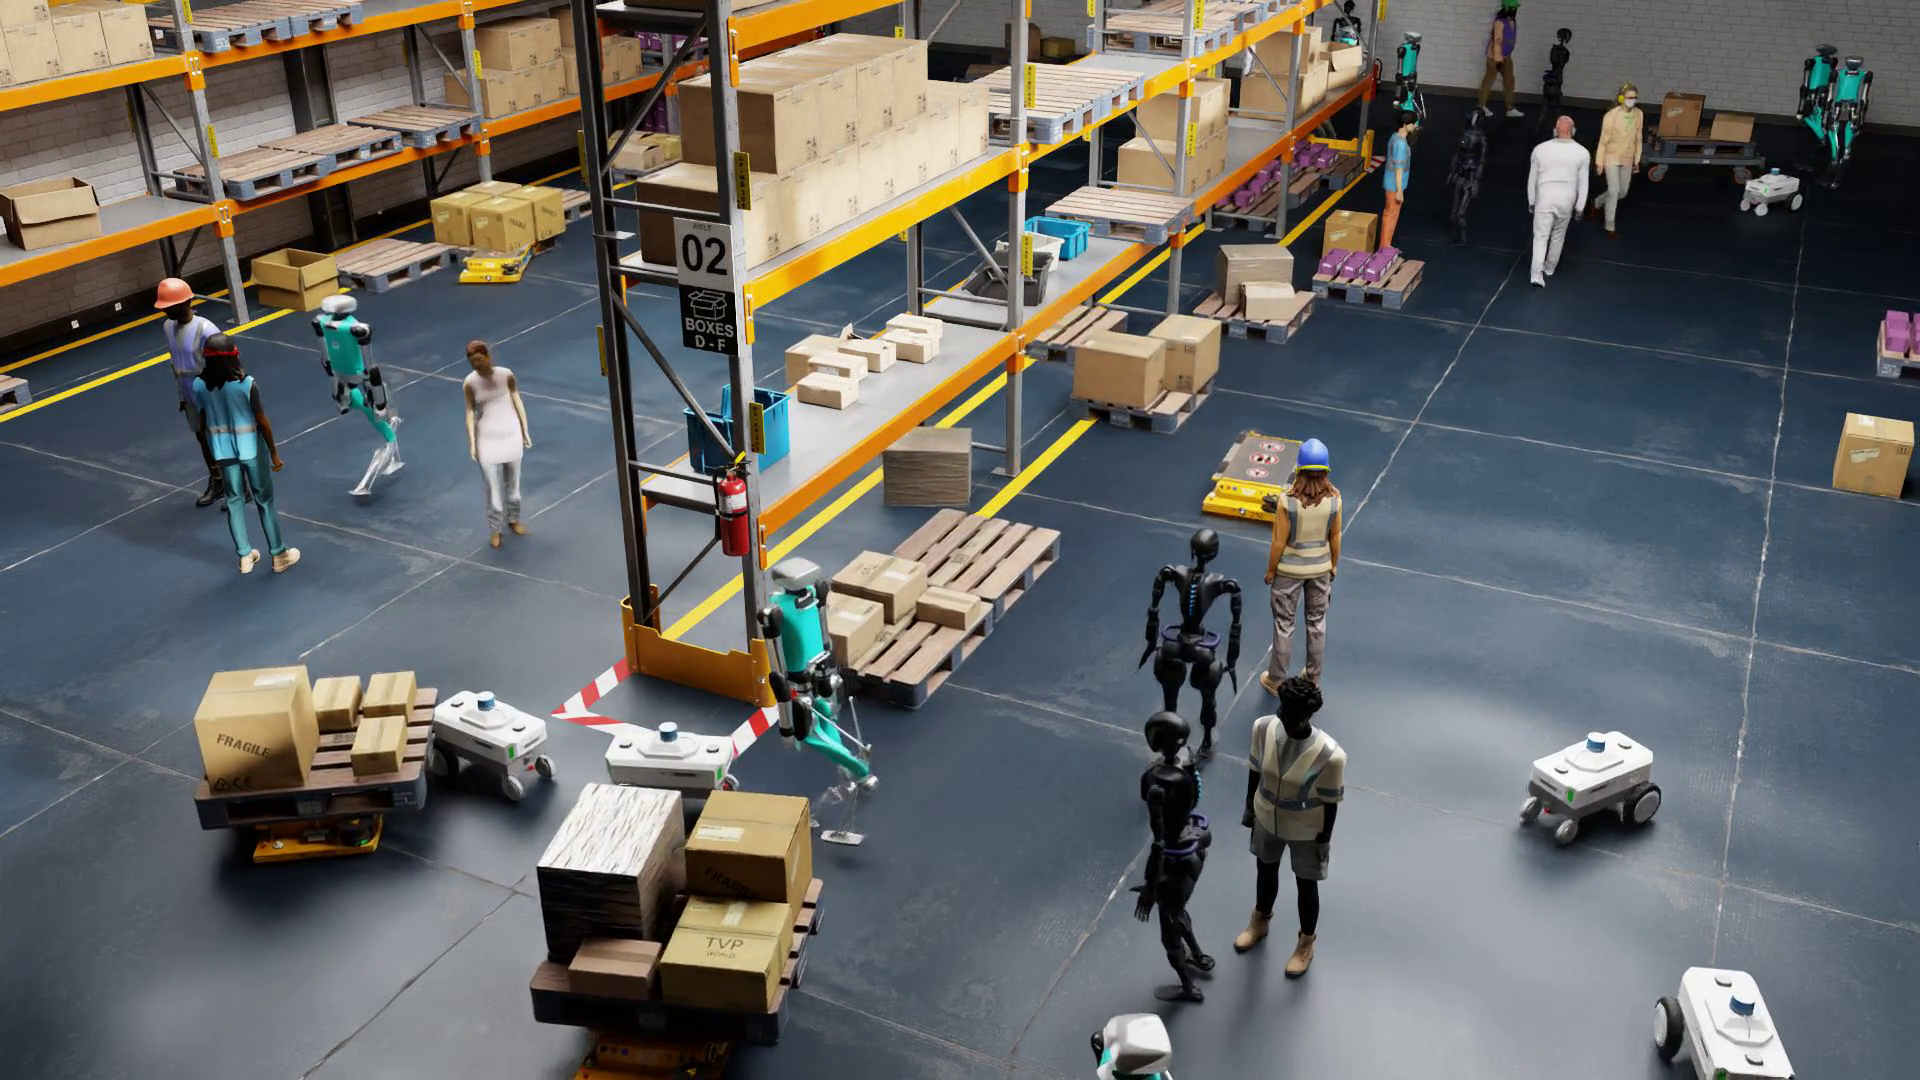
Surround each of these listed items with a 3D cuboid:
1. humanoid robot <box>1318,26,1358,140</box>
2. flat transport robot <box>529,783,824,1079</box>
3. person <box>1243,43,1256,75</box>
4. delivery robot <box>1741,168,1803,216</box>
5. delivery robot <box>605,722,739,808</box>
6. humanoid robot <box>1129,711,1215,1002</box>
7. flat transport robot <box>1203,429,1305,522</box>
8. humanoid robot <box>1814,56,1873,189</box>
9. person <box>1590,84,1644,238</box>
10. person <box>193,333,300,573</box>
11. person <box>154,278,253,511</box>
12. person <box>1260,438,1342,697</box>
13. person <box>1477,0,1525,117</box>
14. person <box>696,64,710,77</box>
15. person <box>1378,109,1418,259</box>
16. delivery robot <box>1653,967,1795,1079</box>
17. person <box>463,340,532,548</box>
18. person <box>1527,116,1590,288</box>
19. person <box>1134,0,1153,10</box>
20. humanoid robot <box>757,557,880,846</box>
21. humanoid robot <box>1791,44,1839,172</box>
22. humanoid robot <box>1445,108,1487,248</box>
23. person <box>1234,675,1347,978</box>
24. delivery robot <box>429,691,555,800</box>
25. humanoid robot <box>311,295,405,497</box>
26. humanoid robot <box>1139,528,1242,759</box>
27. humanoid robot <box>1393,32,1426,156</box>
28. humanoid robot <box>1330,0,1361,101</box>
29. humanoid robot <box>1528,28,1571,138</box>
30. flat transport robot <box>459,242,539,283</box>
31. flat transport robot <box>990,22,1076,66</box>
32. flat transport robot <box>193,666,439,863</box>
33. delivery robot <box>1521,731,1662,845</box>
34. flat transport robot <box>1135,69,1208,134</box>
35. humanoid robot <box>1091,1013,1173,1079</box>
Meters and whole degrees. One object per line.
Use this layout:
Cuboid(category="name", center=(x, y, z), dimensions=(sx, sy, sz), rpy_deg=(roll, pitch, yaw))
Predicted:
Cuboid(category="humanoid robot", center=(5.491, -6.712, 24.687), dimensions=(0.703, 1.798, 0.548), rpy_deg=(12, 29, 23))
Cuboid(category="flat transport robot", center=(-1.377, 2.231, 8.271), dimensions=(0.659, 0.231, 1.431), rpy_deg=(4, 27, 8))
Cuboid(category="person", center=(4.554, -6.924, 25.125), dimensions=(0.579, 1.717, 0.710), rpy_deg=(-1, 26, -2))
Cuboid(category="delivery robot", center=(10.539, -4.533, 21.605), dimensions=(0.761, 0.589, 0.524), rpy_deg=(-14, 30, -27))
Cuboid(category="delivery robot", center=(-1.703, 1.344, 9.740), dimensions=(0.789, 0.593, 0.499), rpy_deg=(2, 26, 5))
Cuboid(category="humanoid robot", center=(1.055, 1.549, 8.077), dimensions=(0.372, 1.641, 0.591), rpy_deg=(11, 28, 21))
Cuboid(category="flat transport robot", center=(2.523, -0.545, 13.878), dimensions=(0.659, 0.231, 1.431), rpy_deg=(10, 28, 19))
Cuboid(category="humanoid robot", center=(11.850, -5.548, 22.327), dimensions=(0.555, 1.774, 0.785), rpy_deg=(9, 28, 18))
Cuboid(category="person", center=(8.082, -4.704, 20.496), dimensions=(0.557, 1.845, 0.720), rpy_deg=(-7, 27, -14))
Cuboid(category="person", center=(-5.282, -0.625, 12.240), dimensions=(0.539, 1.865, 0.384), rpy_deg=(0, 26, 0))
Cuboid(category="person", center=(-6.052, -1.155, 13.245), dimensions=(0.540, 1.931, 0.382), rpy_deg=(11, 29, 22))
Cuboid(category="person", center=(2.198, 0.185, 10.701), dimensions=(0.478, 1.777, 0.305), rpy_deg=(-4, 27, -8))
Cuboid(category="person", center=(8.687, -7.671, 26.431), dimensions=(0.572, 1.895, 0.879), rpy_deg=(-22, 34, -37))
Cuboid(category="person", center=(-3.333, -5.267, 21.662), dimensions=(0.471, 1.824, 0.578), rpy_deg=(-5, 27, -9))
Cuboid(category="person", center=(5.123, -4.159, 19.502), dimensions=(0.333, 1.759, 0.497), rpy_deg=(4, 27, 7))
Cuboid(category="delivery robot", center=(3.582, 2.342, 7.744), dimensions=(0.499, 0.612, 0.805), rpy_deg=(4, 27, 7))
Cuboid(category="person", center=(-3.550, -0.762, 12.782), dimensions=(0.470, 1.645, 0.316), rpy_deg=(-12, 29, -23))
Cuboid(category="person", center=(6.671, -3.789, 18.642), dimensions=(0.641, 1.864, 0.935), rpy_deg=(7, 27, 14))
Cuboid(category="person", center=(3.113, -8.244, 27.700), dimensions=(0.548, 1.807, 0.618), rpy_deg=(3, 27, 7))
Cuboid(category="humanoid robot", center=(-0.697, 0.978, 9.151), dimensions=(0.932, 1.762, 0.550), rpy_deg=(15, 30, 27))
Cuboid(category="humanoid robot", center=(11.992, -5.945, 23.128), dimensions=(0.548, 1.791, 0.776), rpy_deg=(-10, 28, -19))
Cuboid(category="humanoid robot", center=(6.081, -4.372, 20.016), dimensions=(0.359, 1.646, 0.600), rpy_deg=(-9, 28, -18))
Cuboid(category="person", center=(1.649, 1.411, 8.327), dimensions=(0.534, 1.693, 0.320), rpy_deg=(21, 33, 36))
Cuboid(category="delivery robot", center=(-2.848, 1.190, 10.049), dimensions=(0.774, 0.592, 0.499), rpy_deg=(15, 30, 28))
Cuboid(category="humanoid robot", center=(-4.806, -1.210, 13.559), dimensions=(0.550, 1.733, 0.984), rpy_deg=(11, 28, 21))
Cuboid(category="humanoid robot", center=(1.375, 0.654, 9.894), dimensions=(0.608, 1.634, 0.718), rpy_deg=(9, 28, 17))
Cuboid(category="humanoid robot", center=(6.588, -6.358, 24.082), dimensions=(0.663, 1.899, 0.556), rpy_deg=(21, 33, 36))
Cuboid(category="humanoid robot", center=(6.363, -8.050, 27.469), dimensions=(0.592, 1.641, 0.561), rpy_deg=(-9, 28, -17))
Cuboid(category="humanoid robot", center=(9.021, -6.879, 25.103), dimensions=(0.598, 1.643, 0.585), rpy_deg=(3, 26, 6))
Cuboid(category="flat transport robot", center=(-5.380, -3.308, 19.459), dimensions=(0.659, 0.231, 1.431), rpy_deg=(-1, 26, -3))
Cuboid(category="flat transport robot", center=(1.337, -8.267, 29.477), dimensions=(1.431, 0.231, 0.659), rpy_deg=(21, 33, 36))
Cuboid(category="flat transport robot", center=(-3.739, 1.410, 9.929), dimensions=(0.659, 0.231, 1.431), rpy_deg=(-4, 27, -9))
Cuboid(category="delivery robot", center=(3.664, 1.397, 9.653), dimensions=(0.813, 0.612, 0.499), rpy_deg=(-14, 30, -26))
Cuboid(category="flat transport robot", center=(3.458, -6.308, 25.520), dimensions=(1.431, 0.231, 0.659), rpy_deg=(10, 28, 19))
Cuboid(category="humanoid robot", center=(0.818, 2.424, 6.152), dimensions=(0.696, 1.726, 0.541), rpy_deg=(-8, 27, -16))
